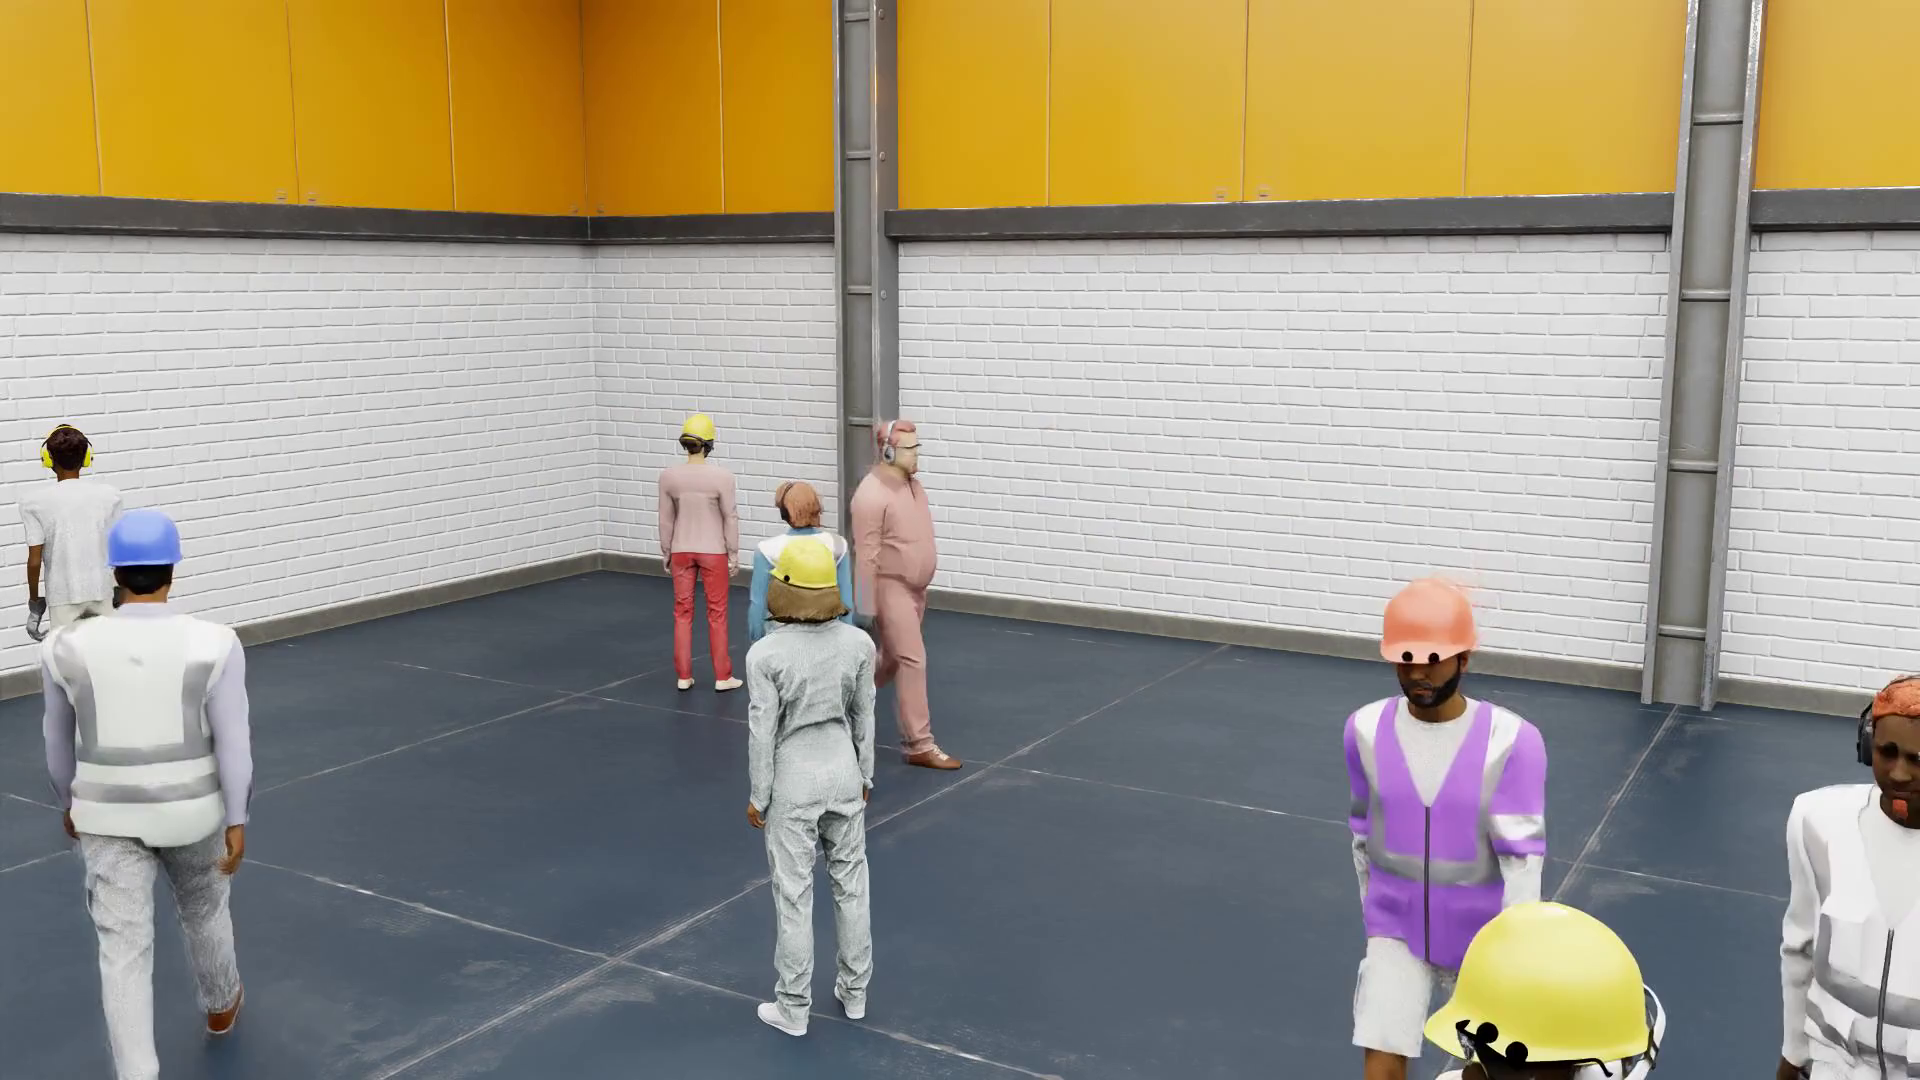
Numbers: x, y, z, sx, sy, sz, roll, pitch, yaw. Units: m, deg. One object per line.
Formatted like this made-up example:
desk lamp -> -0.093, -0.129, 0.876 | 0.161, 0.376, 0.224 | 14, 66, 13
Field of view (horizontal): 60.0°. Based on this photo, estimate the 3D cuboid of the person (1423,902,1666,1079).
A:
person -> 0.776, 1.375, 2.288 | 0.404, 1.830, 0.602 | -4, 10, -25

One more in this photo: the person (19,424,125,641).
person -> -4.614, 0.328, 8.707 | 0.515, 1.872, 0.328 | -9, 13, -43

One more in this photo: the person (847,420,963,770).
person -> -0.396, 0.280, 8.991 | 0.857, 1.881, 0.651 | 4, 10, 23

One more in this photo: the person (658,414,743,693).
person -> -1.643, 0.088, 10.525 | 0.524, 1.769, 0.326 | 2, 9, 13

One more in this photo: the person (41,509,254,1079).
person -> -2.598, 0.844, 5.383 | 0.614, 1.898, 0.968 | -3, 10, -18

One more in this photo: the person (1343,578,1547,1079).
person -> 1.266, 1.018, 4.399 | 0.547, 1.889, 1.022 | 5, 10, 28

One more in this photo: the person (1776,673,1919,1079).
person -> 2.124, 1.153, 3.666 | 0.921, 1.846, 0.595 | -8, 12, -40

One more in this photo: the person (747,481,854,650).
person -> -0.794, 0.521, 8.259 | 0.515, 1.624, 0.432 | -6, 11, -32

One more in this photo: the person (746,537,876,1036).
person -> -0.523, 0.853, 5.819 | 0.487, 1.746, 0.288 | -5, 11, -31
